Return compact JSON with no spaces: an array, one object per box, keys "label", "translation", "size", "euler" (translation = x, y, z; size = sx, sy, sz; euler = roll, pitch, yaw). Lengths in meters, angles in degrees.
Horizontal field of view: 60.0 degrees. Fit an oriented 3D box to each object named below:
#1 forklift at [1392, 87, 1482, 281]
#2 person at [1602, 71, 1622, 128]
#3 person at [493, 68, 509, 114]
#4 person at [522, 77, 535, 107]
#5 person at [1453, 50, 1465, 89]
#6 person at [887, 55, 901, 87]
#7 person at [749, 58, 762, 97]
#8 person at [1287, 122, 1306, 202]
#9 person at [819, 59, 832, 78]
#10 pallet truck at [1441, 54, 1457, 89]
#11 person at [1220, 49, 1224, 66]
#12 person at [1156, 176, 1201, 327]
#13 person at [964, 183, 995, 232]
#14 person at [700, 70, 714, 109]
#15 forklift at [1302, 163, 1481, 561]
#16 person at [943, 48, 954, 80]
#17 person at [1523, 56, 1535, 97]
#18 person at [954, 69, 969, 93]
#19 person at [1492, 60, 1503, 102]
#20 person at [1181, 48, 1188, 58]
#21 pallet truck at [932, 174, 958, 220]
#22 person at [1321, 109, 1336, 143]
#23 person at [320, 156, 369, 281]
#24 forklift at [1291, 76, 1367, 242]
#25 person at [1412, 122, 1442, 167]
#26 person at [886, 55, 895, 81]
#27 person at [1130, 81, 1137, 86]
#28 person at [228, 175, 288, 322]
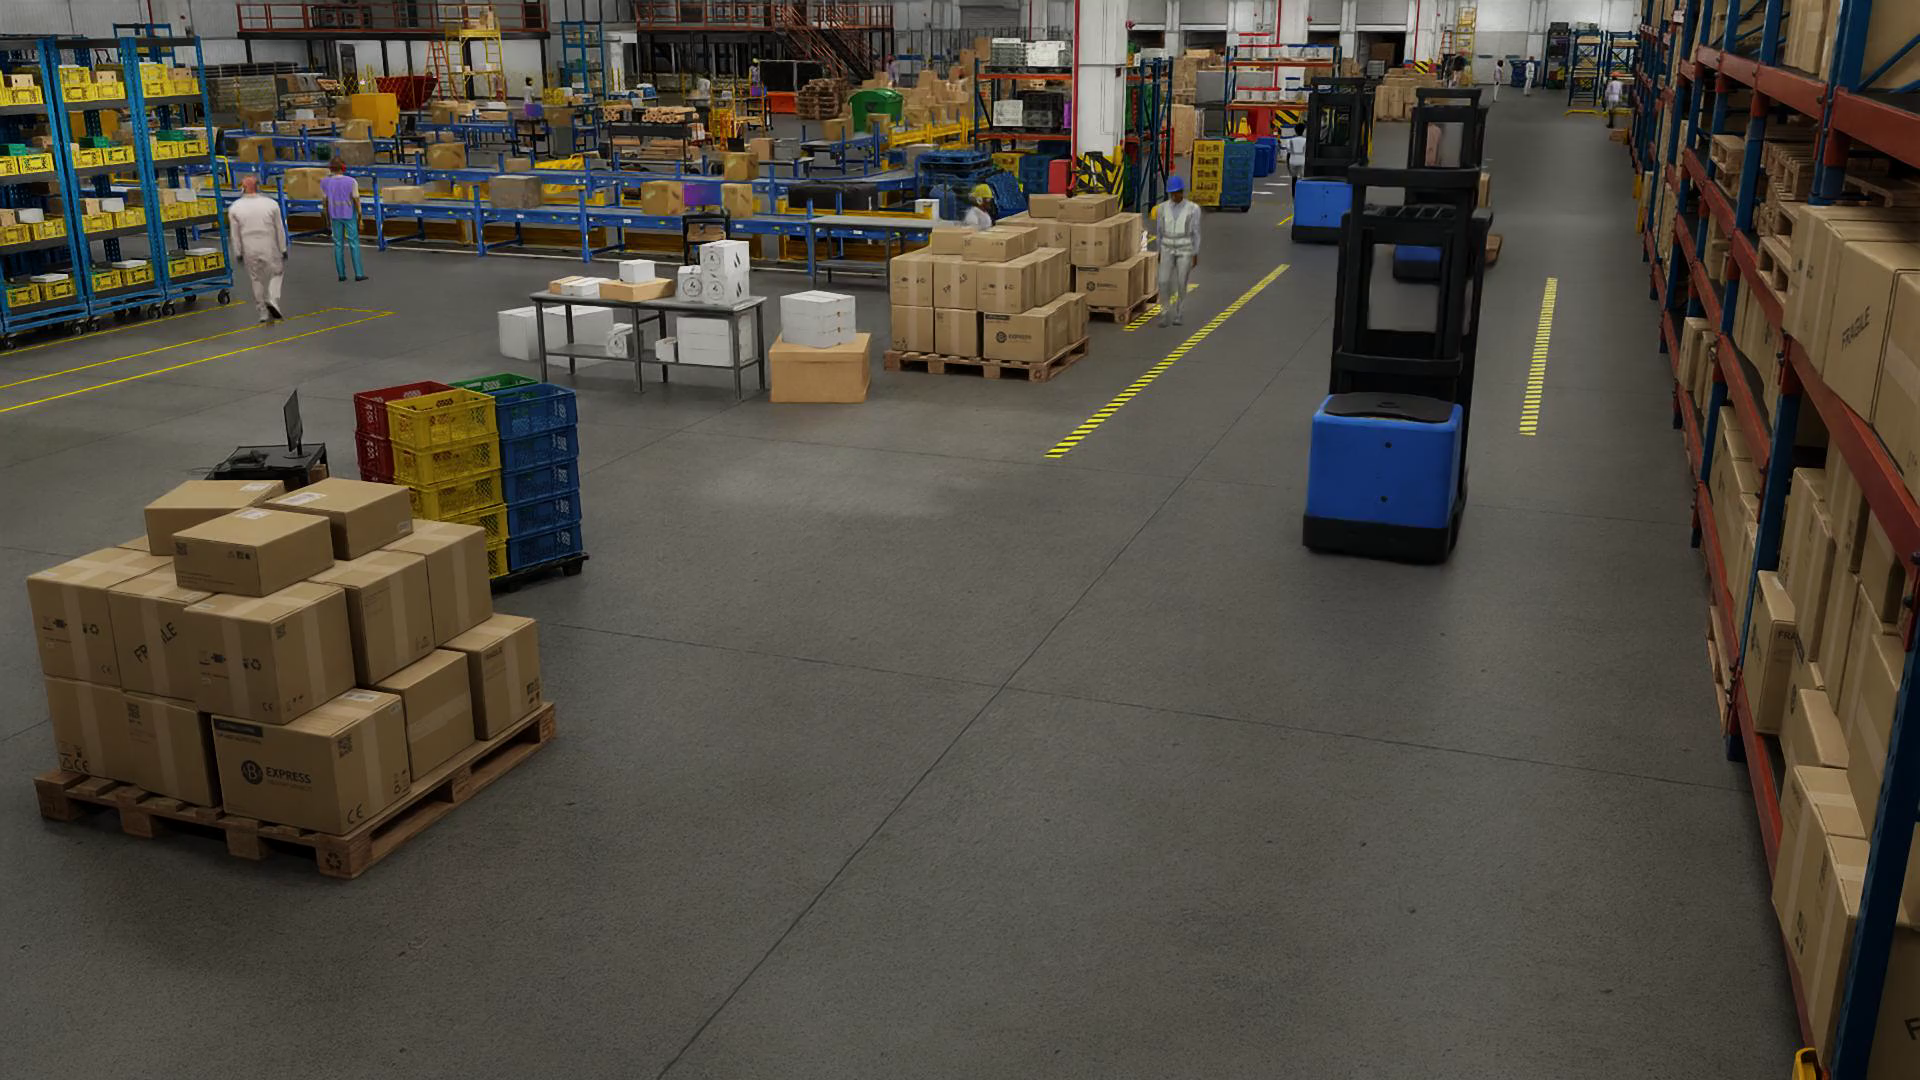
[{"label":"forklift","translation":[7.264,-5.399,25.119],"size":[1.129,2.768,1.873],"euler":[6,19,19]},{"label":"person","translation":[22.632,-15.302,57.820],"size":[0.568,1.909,0.771],"euler":[-5,18,-14]},{"label":"person","translation":[-18.119,-17.723,65.651],"size":[0.533,1.767,0.324],"euler":[-4,18,-13]},{"label":"person","translation":[-14.027,-14.152,54.291],"size":[0.534,1.859,0.334],"euler":[11,21,31]},{"label":"person","translation":[26.115,-24.645,87.069],"size":[0.633,1.983,0.461],"euler":[14,22,37]},{"label":"person","translation":[-3.139,-22.000,78.828],"size":[0.657,1.925,0.442],"euler":[-1,18,-4]},{"label":"person","translation":[-8.968,-20.188,73.139],"size":[0.594,1.922,0.375],"euler":[-12,21,-33]},{"label":"person","translation":[7.132,-7.951,35.072],"size":[0.543,1.681,0.594],"euler":[8,19,24]},{"label":"person","translation":[-5.665,-19.111,69.566],"size":[0.982,2.000,0.683],"euler":[11,21,30]},{"label":"pallet truck","translation":[22.765,-21.886,78.355],"size":[0.823,1.965,1.885],"euler":[-4,18,-14]},{"label":"person","translation":[14.402,-26.127,91.796],"size":[0.542,1.928,0.374],"euler":[-13,22,-34]},{"label":"person","translation":[2.757,-3.670,21.244],"size":[0.623,1.913,0.734],"euler":[7,19,21]},{"label":"person","translation":[0.214,-3.712,21.570],"size":[0.866,1.804,0.584],"euler":[8,19,23]},{"label":"person","translation":[-9.369,-16.346,61.235],"size":[0.999,1.837,0.583],"euler":[7,19,22]},{"label":"forklift","translation":[3.350,-1.439,12.678],"size":[1.129,2.768,1.873],"euler":[6,19,19]},{"label":"person","translation":[-0.625,-26.152,91.856],"size":[0.602,1.939,0.399],"euler":[2,18,7]},{"label":"person","translation":[26.944,-21.942,78.749],"size":[0.661,1.870,0.345],"euler":[-16,23,-40]},{"label":"person","translation":[0.073,-16.219,60.697],"size":[0.546,1.911,0.881],"euler":[4,18,13]},{"label":"person","translation":[23.921,-20.397,73.955],"size":[0.431,1.835,0.624],"euler":[6,19,18]},{"label":"person","translation":[12.894,-27.312,95.607],"size":[0.653,1.876,0.921],"euler":[-15,23,-38]},{"label":"pallet truck","translation":[-0.507,-5.292,27.348],"size":[0.653,1.274,1.630],"euler":[6,19,19]},{"label":"person","translation":[10.436,-11.774,47.071],"size":[0.317,1.695,0.540],"euler":[-13,22,-36]},{"label":"person","translation":[-9.238,-4.801,24.914],"size":[0.563,1.850,0.390],"euler":[0,18,-2]},{"label":"forklift","translation":[6.598,-6.755,29.381],"size":[1.129,2.768,1.873],"euler":[6,19,19]},{"label":"person","translation":[9.676,-7.924,34.714],"size":[0.653,1.865,0.901],"euler":[-5,18,-16]},{"label":"person","translation":[-3.131,-20.694,74.576],"size":[0.422,2.028,0.612],"euler":[-6,19,-18]},{"label":"person","translation":[9.392,-25.409,89.796],"size":[0.533,1.772,0.297],"euler":[-1,18,-2]},{"label":"person","translation":[-9.124,-3.797,21.690],"size":[0.672,1.891,0.420],"euler":[-5,18,-15]}]
